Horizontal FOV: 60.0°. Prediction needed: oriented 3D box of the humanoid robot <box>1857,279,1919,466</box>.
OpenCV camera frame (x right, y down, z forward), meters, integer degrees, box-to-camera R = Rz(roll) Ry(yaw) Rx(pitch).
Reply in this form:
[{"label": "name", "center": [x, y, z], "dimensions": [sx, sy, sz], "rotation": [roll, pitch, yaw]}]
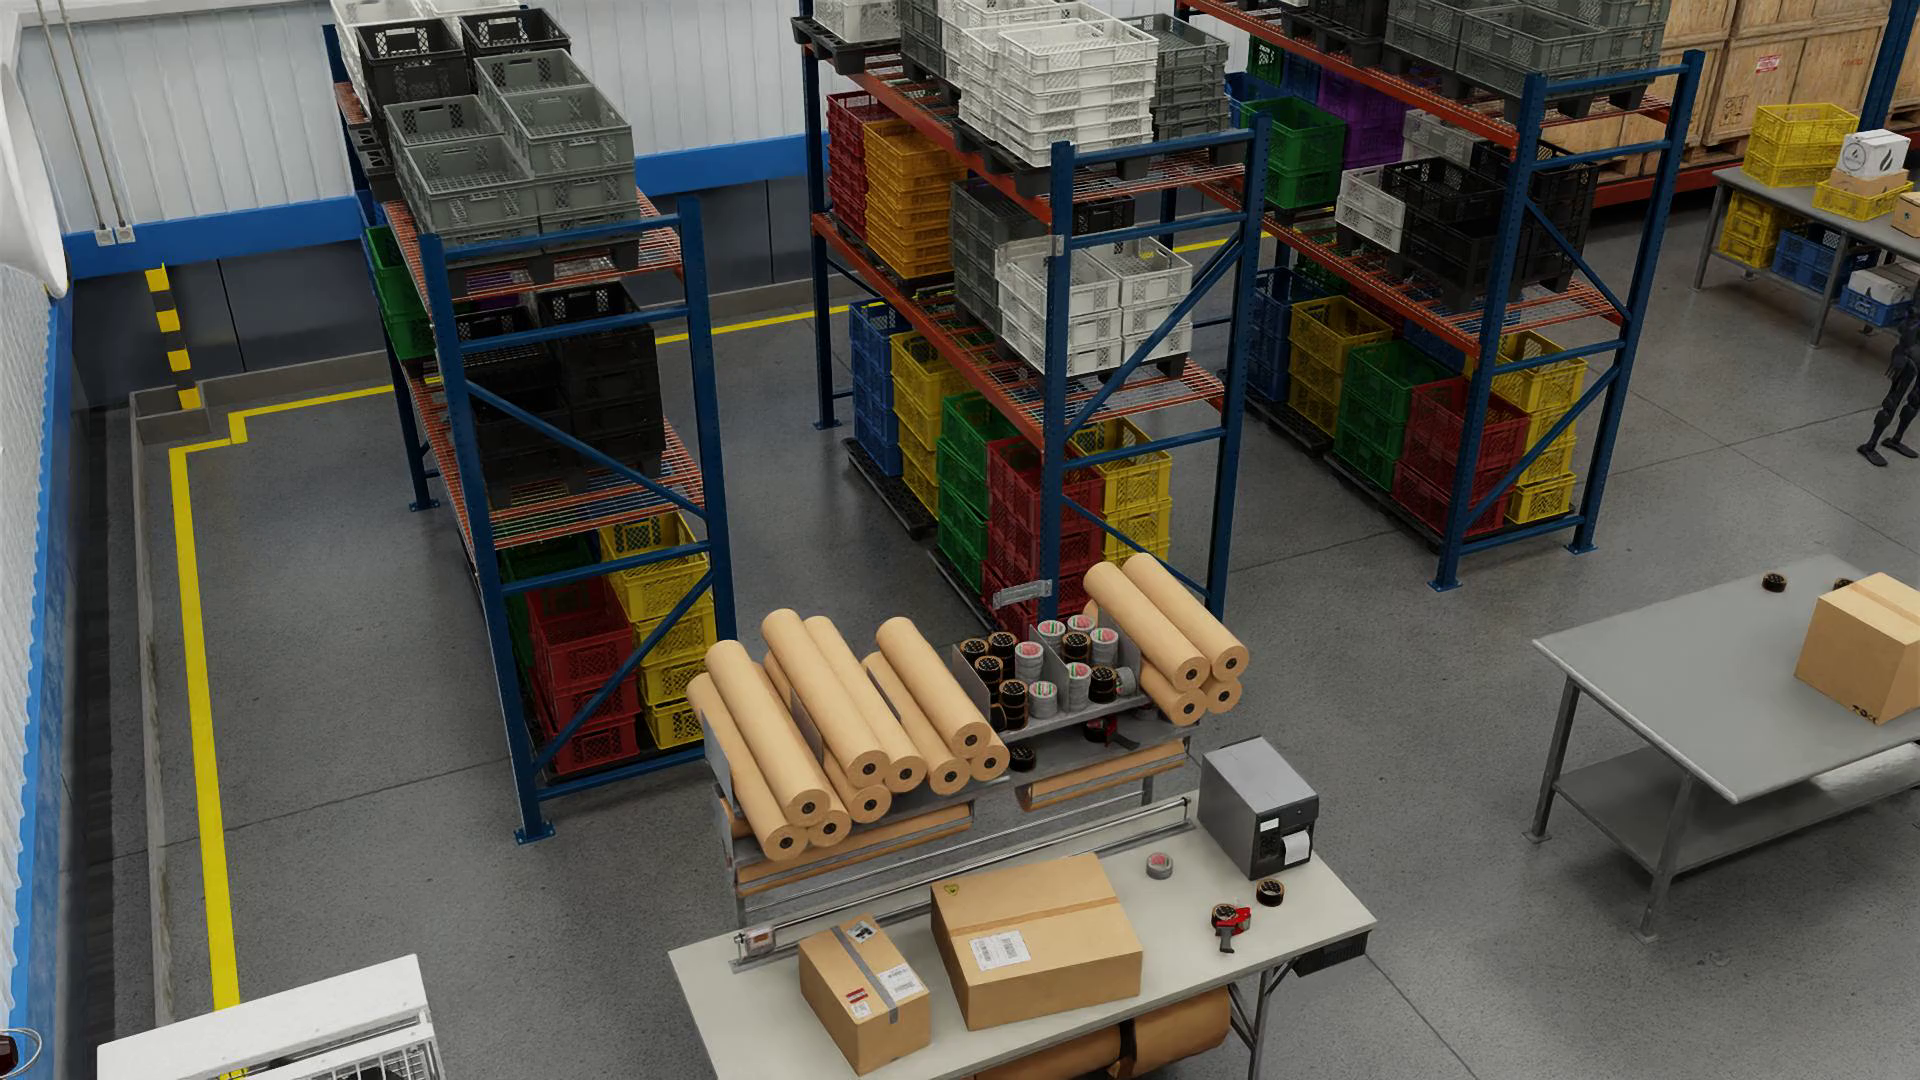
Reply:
[{"label": "humanoid robot", "center": [6.226, -1.268, 10.673], "dimensions": [0.610, 1.657, 0.321], "rotation": [-12, 34, -19]}]
